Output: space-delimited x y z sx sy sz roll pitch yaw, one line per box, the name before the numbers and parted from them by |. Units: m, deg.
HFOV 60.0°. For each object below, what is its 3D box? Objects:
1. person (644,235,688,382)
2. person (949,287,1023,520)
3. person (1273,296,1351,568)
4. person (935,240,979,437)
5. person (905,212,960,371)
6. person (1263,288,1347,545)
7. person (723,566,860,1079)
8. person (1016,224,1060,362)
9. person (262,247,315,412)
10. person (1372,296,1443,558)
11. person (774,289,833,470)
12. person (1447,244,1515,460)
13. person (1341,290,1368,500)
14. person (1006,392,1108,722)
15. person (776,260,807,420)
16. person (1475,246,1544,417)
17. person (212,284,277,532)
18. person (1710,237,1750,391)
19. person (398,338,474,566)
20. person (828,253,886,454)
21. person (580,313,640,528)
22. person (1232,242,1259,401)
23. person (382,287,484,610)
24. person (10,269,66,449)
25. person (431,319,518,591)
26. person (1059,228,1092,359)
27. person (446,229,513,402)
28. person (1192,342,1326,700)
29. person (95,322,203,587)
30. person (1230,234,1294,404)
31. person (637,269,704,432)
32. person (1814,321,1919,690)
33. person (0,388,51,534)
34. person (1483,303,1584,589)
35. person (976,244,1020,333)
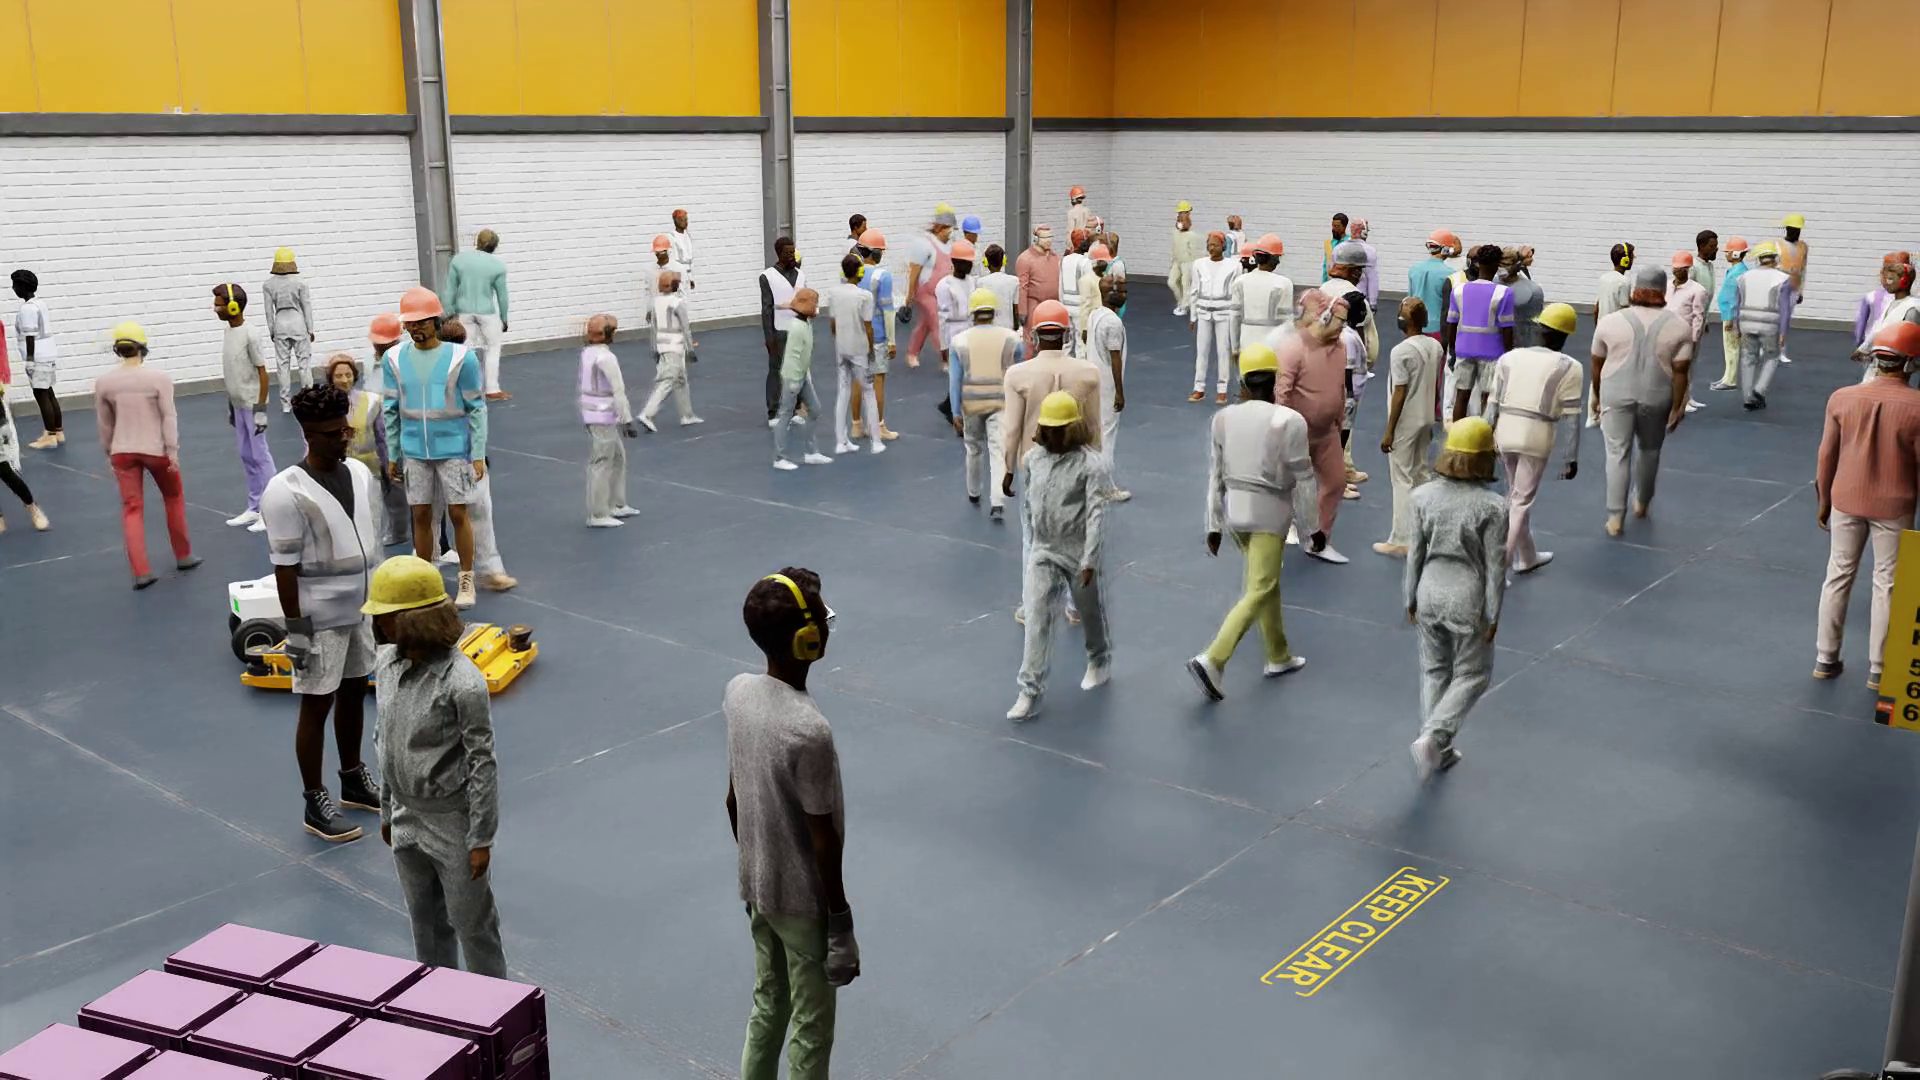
person | -3.488 -2.727 19.669 0.565 1.744 0.351 6 15 21
person | 0.209 -1.069 12.956 0.585 1.792 0.922 0 14 1
person | 2.338 -0.717 11.385 0.869 1.877 0.580 -9 17 -33
person | -0.005 -1.961 16.246 0.664 1.922 0.564 14 19 43
person | -0.351 -3.138 20.713 0.981 2.000 0.752 9 17 33
person | 2.498 -0.941 12.286 0.650 1.874 0.691 -2 14 -6
person | -0.443 0.986 4.581 0.328 1.873 0.513 -11 18 -37
person | 0.933 -2.633 18.969 0.651 1.906 0.402 -12 18 -40
person | -7.113 -2.232 17.695 0.483 1.745 0.299 -1 14 -5
person | 3.173 -0.793 11.743 0.517 1.841 0.325 -11 18 -38
person | -1.393 -1.422 14.749 0.577 1.600 0.529 1 14 5
person | 4.727 -1.700 15.115 0.617 1.964 0.361 11 18 38
person | 3.169 -1.191 13.630 0.319 1.697 0.532 2 14 9
person | 0.550 0.049 8.690 0.502 1.690 0.961 7 16 26
person | -1.778 -2.076 17.166 0.535 1.698 0.318 8 16 30
person | 4.973 -1.711 15.226 0.630 1.934 0.369 6 15 24
person | -5.367 -0.993 12.500 0.514 1.865 0.327 13 19 41
person | 8.861 -2.598 19.139 0.341 1.749 0.572 7 16 26
person | -3.673 -0.751 11.520 0.534 1.869 0.315 12 19 40
person | -0.940 -1.720 15.446 0.513 1.850 0.468 7 16 25
person | -2.614 -0.902 12.639 0.582 1.626 0.534 -7 16 -27
person | 3.191 -2.404 18.364 0.343 1.749 0.573 0 14 0
person | -3.290 -0.557 10.395 0.616 2.041 0.379 0 14 1
person | -8.720 -1.712 15.735 0.319 1.688 0.538 -4 15 -16
person | -3.262 -0.518 10.748 0.730 1.807 0.649 11 18 38
person | 1.330 -2.531 18.611 0.356 1.883 0.572 -9 17 -33
person | -5.341 -2.460 18.328 0.770 1.896 0.368 0 14 -1
person | 1.566 -0.113 8.955 0.922 1.882 0.614 -11 18 -37
person | -5.444 -0.584 11.124 0.546 1.723 0.782 -1 14 -4
person | 2.780 -1.773 15.256 0.615 2.041 0.392 10 17 35
person | -2.922 -1.895 16.620 0.808 1.604 0.510 -11 18 -37
person | 4.962 -0.188 9.015 0.393 1.995 0.612 -12 18 -40
person | -7.211 -0.844 12.316 0.589 1.658 0.570 6 15 21
person | 3.788 -0.625 11.013 0.952 1.864 0.620 -12 18 -40
person | 0.353 -1.995 16.507 0.519 1.865 0.327 -6 15 -23
